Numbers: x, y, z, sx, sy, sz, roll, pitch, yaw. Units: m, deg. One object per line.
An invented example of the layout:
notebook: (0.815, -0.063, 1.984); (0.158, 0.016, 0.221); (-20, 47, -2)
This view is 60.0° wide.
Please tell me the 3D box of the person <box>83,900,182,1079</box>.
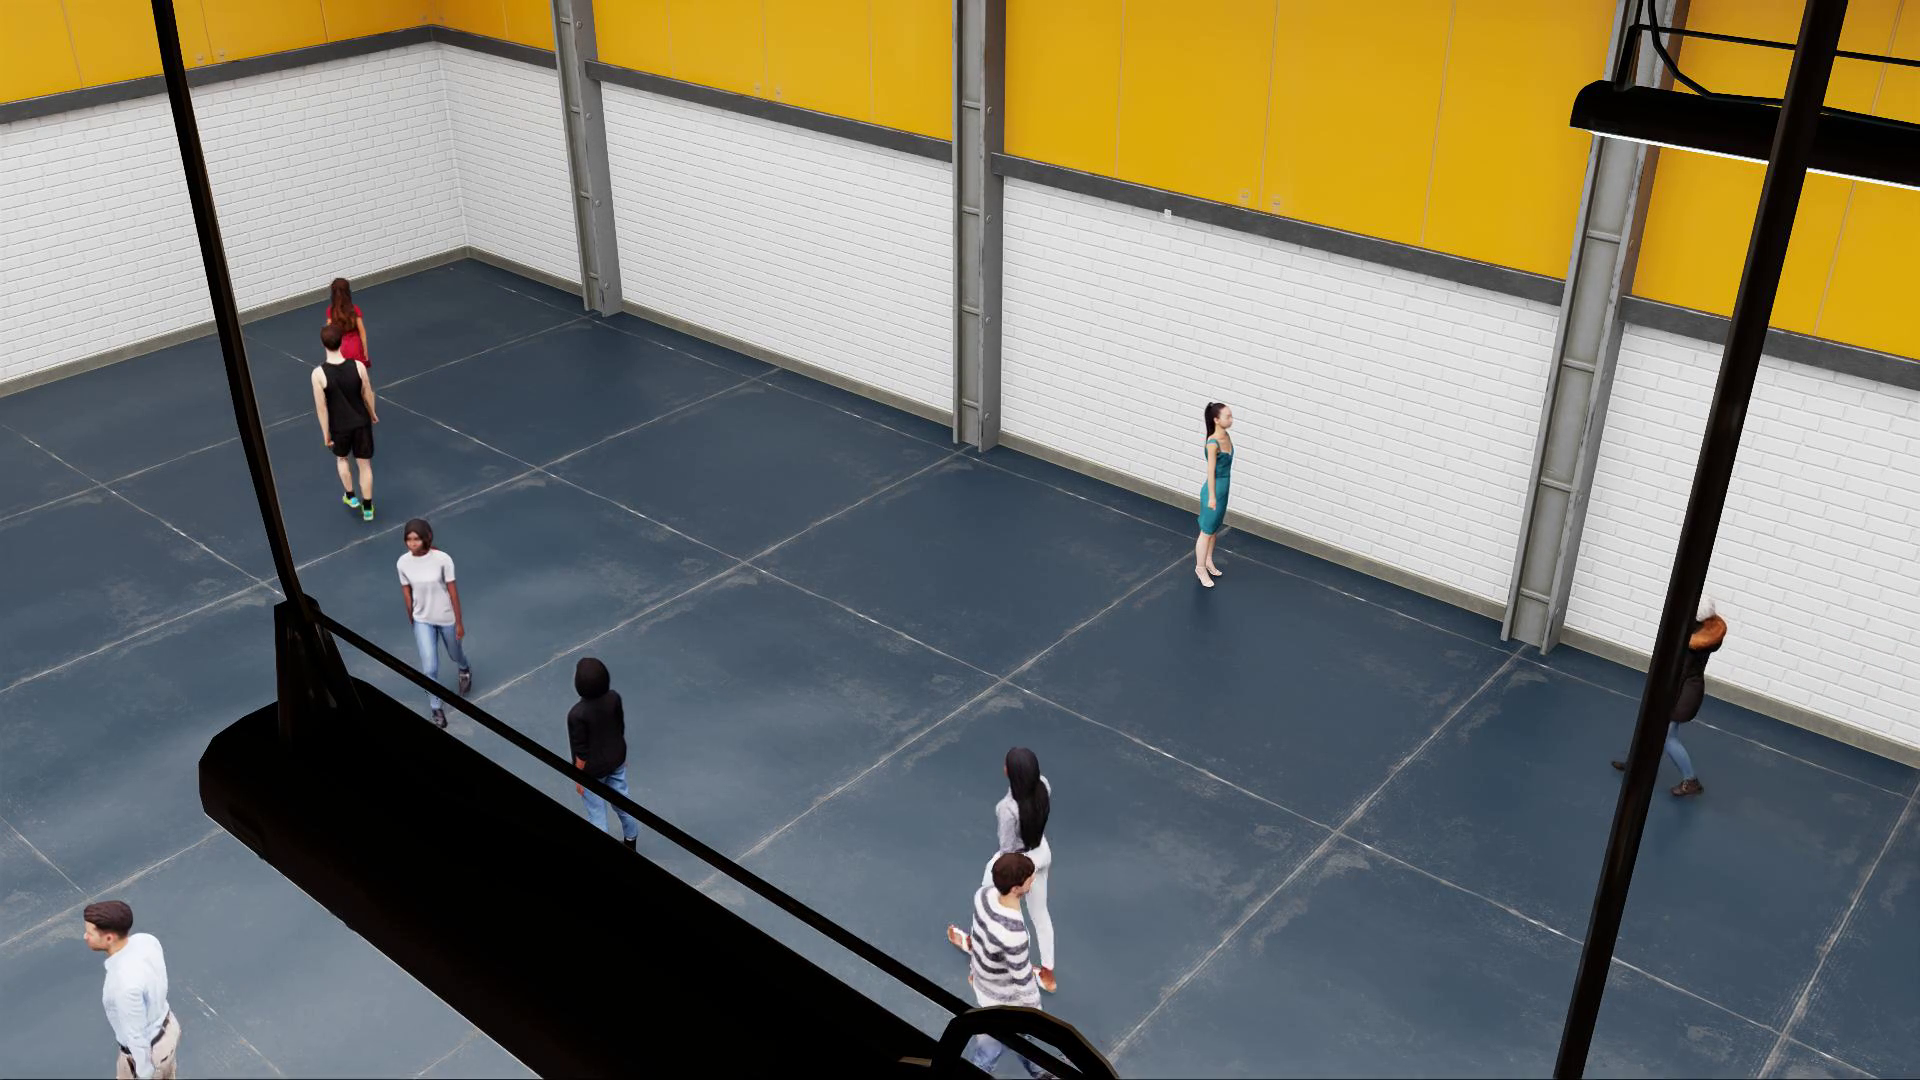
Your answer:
person: (-4.157, 2.632, 8.676); (0.876, 1.839, 0.802); (-6, 29, -11)

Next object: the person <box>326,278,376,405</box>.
person: (-6.400, -1.954, 17.419); (0.884, 1.518, 1.021); (-8, 30, -14)

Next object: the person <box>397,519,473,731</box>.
person: (-3.926, 0.584, 12.589); (1.063, 1.687, 1.122); (-3, 29, -5)

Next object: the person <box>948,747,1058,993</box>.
person: (0.440, 2.003, 9.983); (0.678, 1.692, 1.042); (-23, 36, -36)

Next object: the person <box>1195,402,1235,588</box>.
person: (2.209, -0.405, 14.405); (0.556, 1.685, 0.596); (14, 32, 24)

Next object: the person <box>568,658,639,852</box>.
person: (-2.346, 1.494, 10.907); (0.521, 1.702, 0.552); (22, 35, 34)

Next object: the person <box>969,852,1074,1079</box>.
person: (0.127, 2.477, 8.985); (1.068, 1.816, 1.104); (-10, 30, -17)

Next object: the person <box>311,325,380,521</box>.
person: (-5.630, -1.044, 15.380); (0.859, 1.873, 0.936); (-12, 31, -20)

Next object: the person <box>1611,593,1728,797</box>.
person: (5.109, 1.107, 11.699); (0.904, 1.621, 0.660); (18, 34, 30)
